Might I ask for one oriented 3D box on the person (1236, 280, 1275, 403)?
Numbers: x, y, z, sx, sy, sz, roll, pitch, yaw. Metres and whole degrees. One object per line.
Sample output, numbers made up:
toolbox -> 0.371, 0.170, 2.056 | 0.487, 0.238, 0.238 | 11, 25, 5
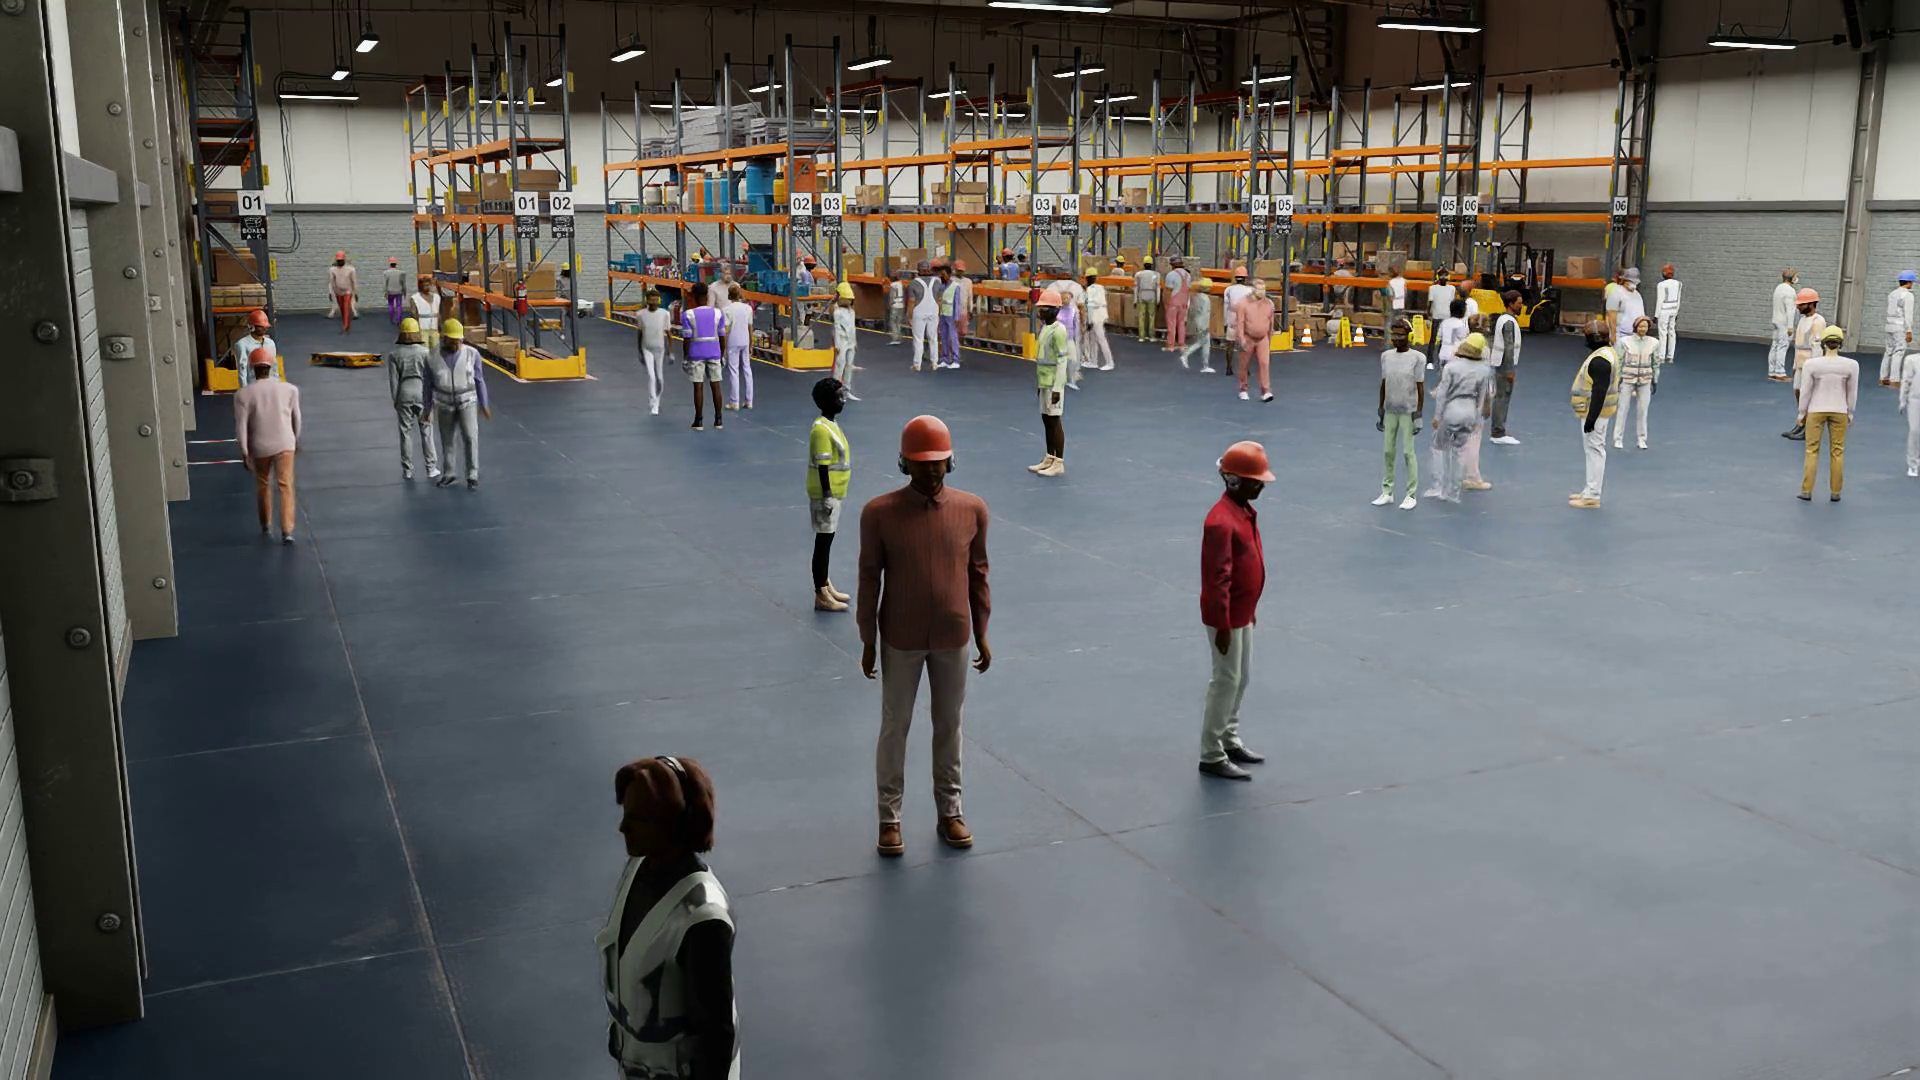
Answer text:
person -> 4.522, -3.032, 25.430 | 0.641, 1.848, 0.987 | -1, 11, -8

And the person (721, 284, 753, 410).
person -> -3.266, -2.820, 24.367 | 0.506, 1.843, 0.349 | -8, 14, -35

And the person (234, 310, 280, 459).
person -> -8.201, -1.816, 19.519 | 0.349, 1.743, 0.564 | 5, 12, 25

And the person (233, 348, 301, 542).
person -> -6.091, -0.842, 14.690 | 0.544, 1.699, 0.952 | -5, 12, -24

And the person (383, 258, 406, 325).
person -> -14.604, -6.419, 42.960 | 0.577, 1.719, 0.765 | -5, 12, -25

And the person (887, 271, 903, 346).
person -> -1.412, -5.046, 36.274 | 0.332, 1.616, 0.606 | 5, 12, 23

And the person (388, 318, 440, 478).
person -> -5.958, -1.547, 18.154 | 0.486, 1.744, 0.294 | -2, 11, -11

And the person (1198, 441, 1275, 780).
person -> 1.415, 0.355, 8.497 | 0.354, 1.737, 0.577 | 5, 12, 23

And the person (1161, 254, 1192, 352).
person -> 4.480, -4.957, 34.724 | 0.684, 2.000, 0.535 | -10, 15, -41

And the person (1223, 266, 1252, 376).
person -> 4.945, -3.875, 29.493 | 0.550, 1.934, 0.374 | 5, 12, 24

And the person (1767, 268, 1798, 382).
person -> 14.120, -3.680, 28.492 | 0.368, 1.939, 0.632 | 1, 11, 3

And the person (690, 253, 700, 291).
person -> -7.428, -7.184, 46.770 | 0.335, 1.757, 0.518 | 6, 12, 27

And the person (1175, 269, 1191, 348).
person -> 4.753, -4.932, 35.503 | 0.320, 1.686, 0.539 | -2, 11, -9

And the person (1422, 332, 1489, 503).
person -> 4.930, -1.216, 16.569 | 0.573, 1.704, 0.384 | -3, 12, -14

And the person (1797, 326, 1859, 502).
person -> 8.675, -1.261, 16.662 | 0.523, 1.760, 0.324 | 3, 12, 17

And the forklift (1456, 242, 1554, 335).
forklift -> 13.047, -6.049, 39.881 | 2.313, 2.155, 1.214 | -5, 12, -23

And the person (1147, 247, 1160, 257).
person -> 4.889, -6.450, 42.343 | 0.419, 2.034, 0.604 | -3, 12, -16

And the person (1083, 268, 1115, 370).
person -> 2.590, -4.079, 30.733 | 0.745, 1.874, 0.603 | 6, 13, 28

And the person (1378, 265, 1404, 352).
person -> 8.954, -4.795, 34.473 | 0.471, 1.812, 0.613 | 10, 15, 43

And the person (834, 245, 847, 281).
person -> -3.654, -8.200, 51.633 | 0.611, 1.875, 0.363 | 4, 12, 21

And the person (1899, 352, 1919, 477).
person -> 10.635, -1.519, 18.348 | 0.510, 1.620, 0.549 | 4, 12, 19

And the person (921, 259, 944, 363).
person -> -0.481, -4.430, 32.190 | 0.601, 1.980, 1.027 | -6, 13, -29

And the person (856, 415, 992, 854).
person -> -0.150, 0.426, 7.482 | 0.623, 1.992, 0.397 | -3, 12, -15

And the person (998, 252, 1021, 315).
person -> 1.281, -6.313, 41.946 | 0.651, 1.911, 0.409 | 9, 14, 38

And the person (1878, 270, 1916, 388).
person -> 15.509, -3.472, 27.452 | 0.412, 1.939, 0.614 | 0, 11, 0

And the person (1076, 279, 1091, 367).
person -> 2.317, -4.088, 31.344 | 0.312, 1.635, 0.522 | -6, 13, -28

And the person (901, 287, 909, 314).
person -> -1.557, -7.306, 47.363 | 0.309, 1.769, 0.523 | -3, 11, -13

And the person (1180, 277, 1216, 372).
person -> 4.356, -3.895, 30.131 | 0.546, 1.729, 0.491 | -2, 11, -9

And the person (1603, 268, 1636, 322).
person -> 12.654, -4.304, 31.951 | 0.560, 1.827, 0.452 | 3, 11, 14

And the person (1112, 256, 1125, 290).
person -> 4.155, -6.542, 43.513 | 0.350, 1.758, 0.522 | -6, 12, -26

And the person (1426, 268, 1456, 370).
person -> 8.880, -4.068, 30.678 | 0.560, 1.870, 0.325 | 0, 11, -1

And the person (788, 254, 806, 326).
person -> -3.887, -5.838, 39.530 | 0.643, 1.913, 0.410 | 11, 16, 44

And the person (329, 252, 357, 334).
person -> -14.887, -5.973, 40.135 | 0.635, 1.950, 1.008 | -1, 11, -4

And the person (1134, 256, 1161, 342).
person -> 4.189, -5.384, 37.188 | 0.593, 1.922, 0.387 | 2, 11, 12
